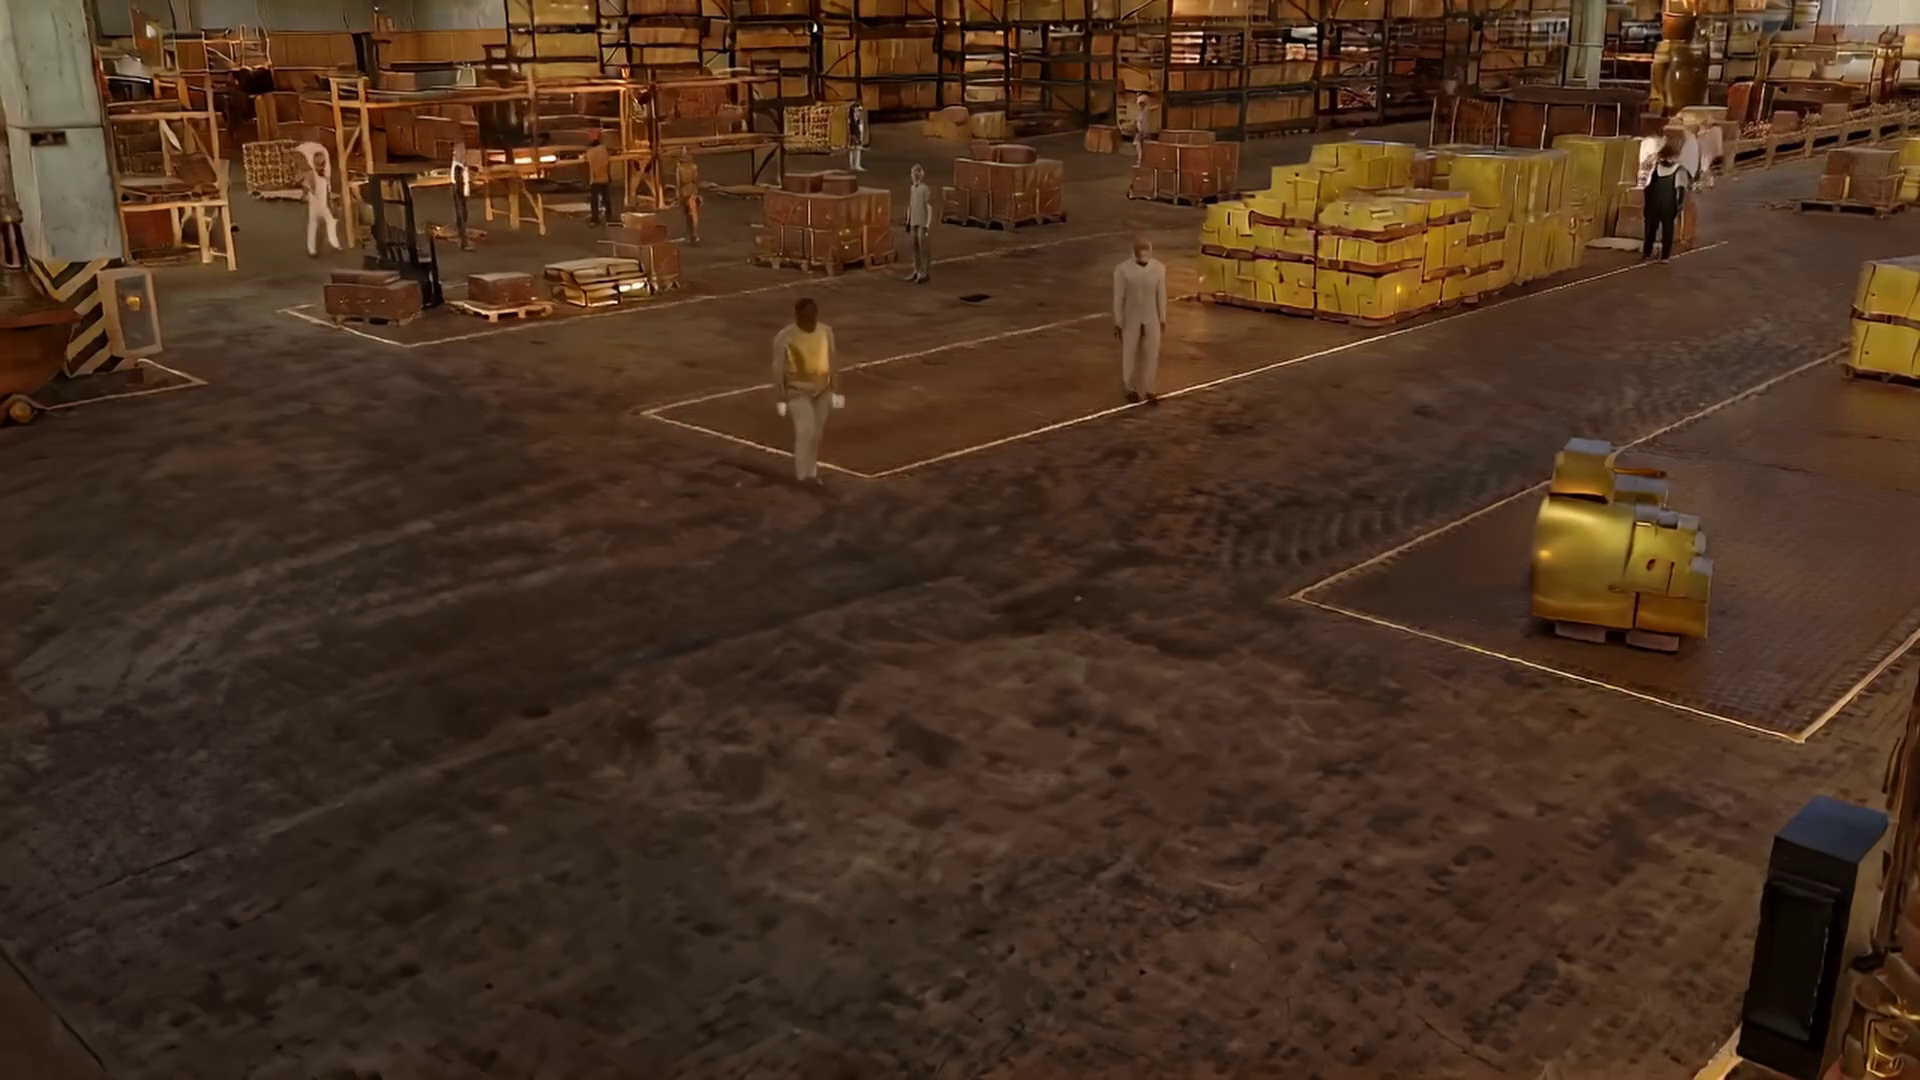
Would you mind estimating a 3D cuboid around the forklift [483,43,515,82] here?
[{"bbox_3d":[-14.914,-14.701,54.073,1.873,2.768,1.129,17,24,41],"label":"forklift"}]

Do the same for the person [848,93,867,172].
[{"bbox_3d":[-2.648,-10.451,42.698,0.367,1.966,0.606,-12,22,-31],"label":"person"}]

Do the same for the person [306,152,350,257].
[{"bbox_3d":[-11.136,-5.841,29.053,0.829,1.799,0.549,2,19,7],"label":"person"}]

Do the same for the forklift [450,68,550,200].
[{"bbox_3d":[-10.418,-9.136,37.307,1.129,2.768,1.873,17,25,41],"label":"forklift"}]

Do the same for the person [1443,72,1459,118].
[{"bbox_3d":[17.733,-16.058,60.096,0.543,1.641,0.887,-17,25,-42],"label":"person"}]

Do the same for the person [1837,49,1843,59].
[{"bbox_3d":[41.279,-22.272,78.292,0.416,1.985,0.611,16,24,39],"label":"person"}]

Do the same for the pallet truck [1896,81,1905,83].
[{"bbox_3d":[34.802,-16.331,61.455,0.653,1.274,1.630,17,25,41],"label":"pallet truck"}]

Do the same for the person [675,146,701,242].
[{"bbox_3d":[-5.061,-6.421,30.902,0.487,1.746,0.285,-15,24,-39],"label":"person"}]

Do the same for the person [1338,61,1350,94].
[{"bbox_3d":[17.191,-20.811,74.470,0.520,1.605,0.838,16,24,40],"label":"person"}]

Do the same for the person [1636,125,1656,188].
[{"bbox_3d":[15.114,-8.330,36.785,0.708,1.651,0.597,7,20,21],"label":"person"}]

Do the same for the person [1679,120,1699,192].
[{"bbox_3d":[14.761,-7.516,33.809,0.393,1.995,0.612,6,19,19],"label":"person"}]

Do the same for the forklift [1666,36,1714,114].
[{"bbox_3d":[27.341,-17.291,61.877,1.129,2.768,1.873,17,25,41],"label":"forklift"}]

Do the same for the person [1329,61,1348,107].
[{"bbox_3d":[15.141,-18.230,66.272,0.653,1.888,1.036,-6,19,-17],"label":"person"}]

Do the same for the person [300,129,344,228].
[{"bbox_3d":[-12.659,-7.152,32.887,0.633,1.885,1.025,3,19,9],"label":"person"}]

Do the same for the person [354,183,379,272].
[{"bbox_3d":[-9.086,-4.633,25.587,0.318,1.699,0.534,-17,25,-41],"label":"person"}]

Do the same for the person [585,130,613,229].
[{"bbox_3d":[-7.078,-7.055,32.589,0.540,1.898,0.596,16,24,39],"label":"person"}]

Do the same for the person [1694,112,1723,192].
[{"bbox_3d":[17.264,-8.978,38.494,0.616,1.816,0.421,17,25,41],"label":"person"}]

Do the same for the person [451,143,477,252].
[{"bbox_3d":[-8.898,-6.106,29.682,0.375,1.917,0.598,-5,19,-16],"label":"person"}]

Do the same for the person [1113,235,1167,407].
[{"bbox_3d":[2.041,-2.427,18.595,0.662,1.913,0.770,-4,19,-12],"label":"person"}]

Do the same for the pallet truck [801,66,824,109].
[{"bbox_3d":[-4.812,-15.182,56.903,0.823,1.965,1.885,-9,21,-26],"label":"pallet truck"}]

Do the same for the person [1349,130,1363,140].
[{"bbox_3d":[8.089,-7.632,34.572,0.874,1.732,0.530,-5,19,-14],"label":"person"}]

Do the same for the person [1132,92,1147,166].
[{"bbox_3d":[4.738,-10.833,43.894,0.379,1.938,0.547,7,20,21],"label":"person"}]

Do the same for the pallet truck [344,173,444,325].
[{"bbox_3d":[-8.209,-4.181,23.757,0.823,1.965,1.885,3,19,9],"label":"pallet truck"}]

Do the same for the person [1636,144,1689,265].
[{"bbox_3d":[11.935,-5.710,28.296,0.538,2.000,0.689,-17,25,-41],"label":"person"}]

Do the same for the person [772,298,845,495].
[{"bbox_3d":[-1.358,-1.334,15.456,0.638,1.824,0.610,-14,23,-37],"label":"person"}]

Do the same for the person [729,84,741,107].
[{"bbox_3d":[-7.480,-14.697,55.791,0.520,1.788,1.058,9,21,26],"label":"person"}]

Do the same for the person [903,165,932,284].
[{"bbox_3d":[-0.678,-5.036,26.538,0.313,1.866,0.538,-17,25,-41],"label":"person"}]

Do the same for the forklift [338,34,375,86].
[{"bbox_3d":[-23.297,-18.351,65.072,1.129,2.768,1.873,17,25,41],"label":"forklift"}]
